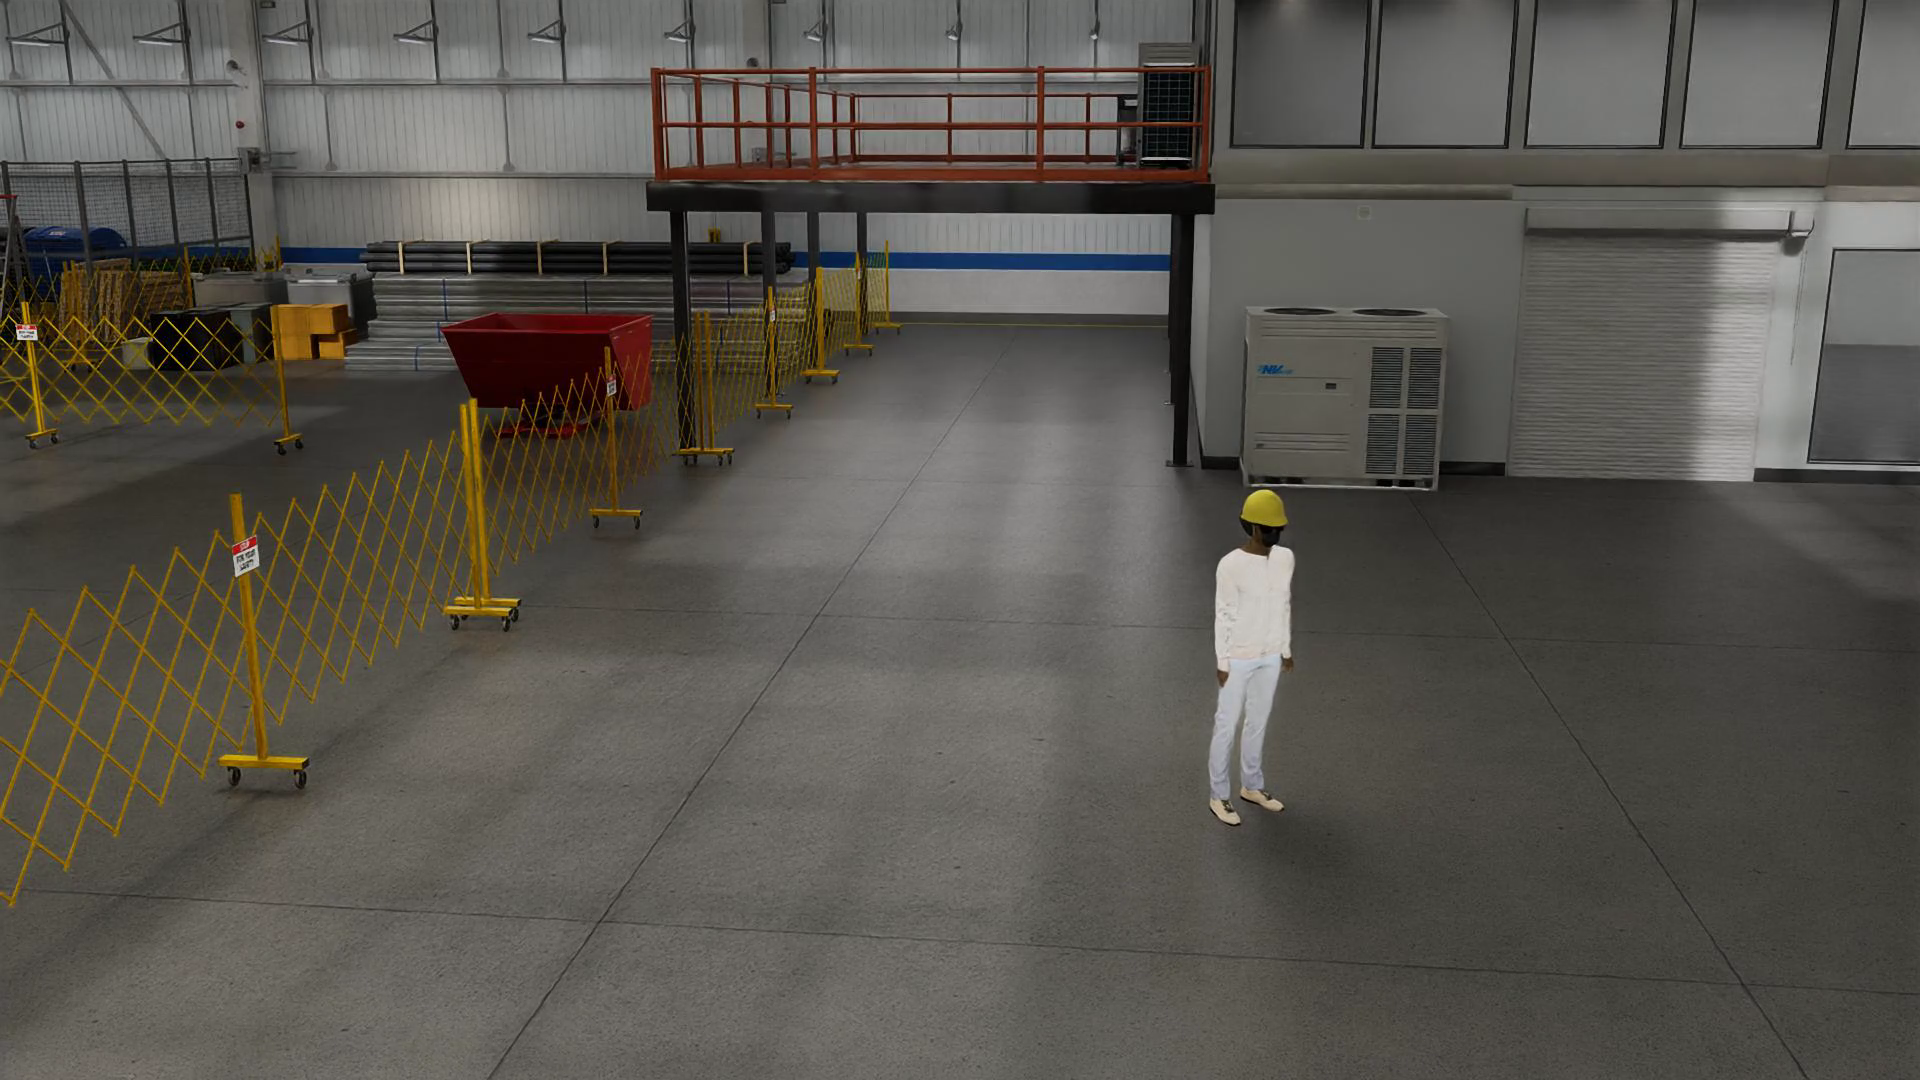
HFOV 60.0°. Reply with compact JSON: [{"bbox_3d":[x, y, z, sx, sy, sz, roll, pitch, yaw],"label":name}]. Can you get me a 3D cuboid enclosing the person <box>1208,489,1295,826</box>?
[{"bbox_3d":[1.541,0.598,8.666,0.526,1.768,0.330,-9,16,-33],"label":"person"}]
